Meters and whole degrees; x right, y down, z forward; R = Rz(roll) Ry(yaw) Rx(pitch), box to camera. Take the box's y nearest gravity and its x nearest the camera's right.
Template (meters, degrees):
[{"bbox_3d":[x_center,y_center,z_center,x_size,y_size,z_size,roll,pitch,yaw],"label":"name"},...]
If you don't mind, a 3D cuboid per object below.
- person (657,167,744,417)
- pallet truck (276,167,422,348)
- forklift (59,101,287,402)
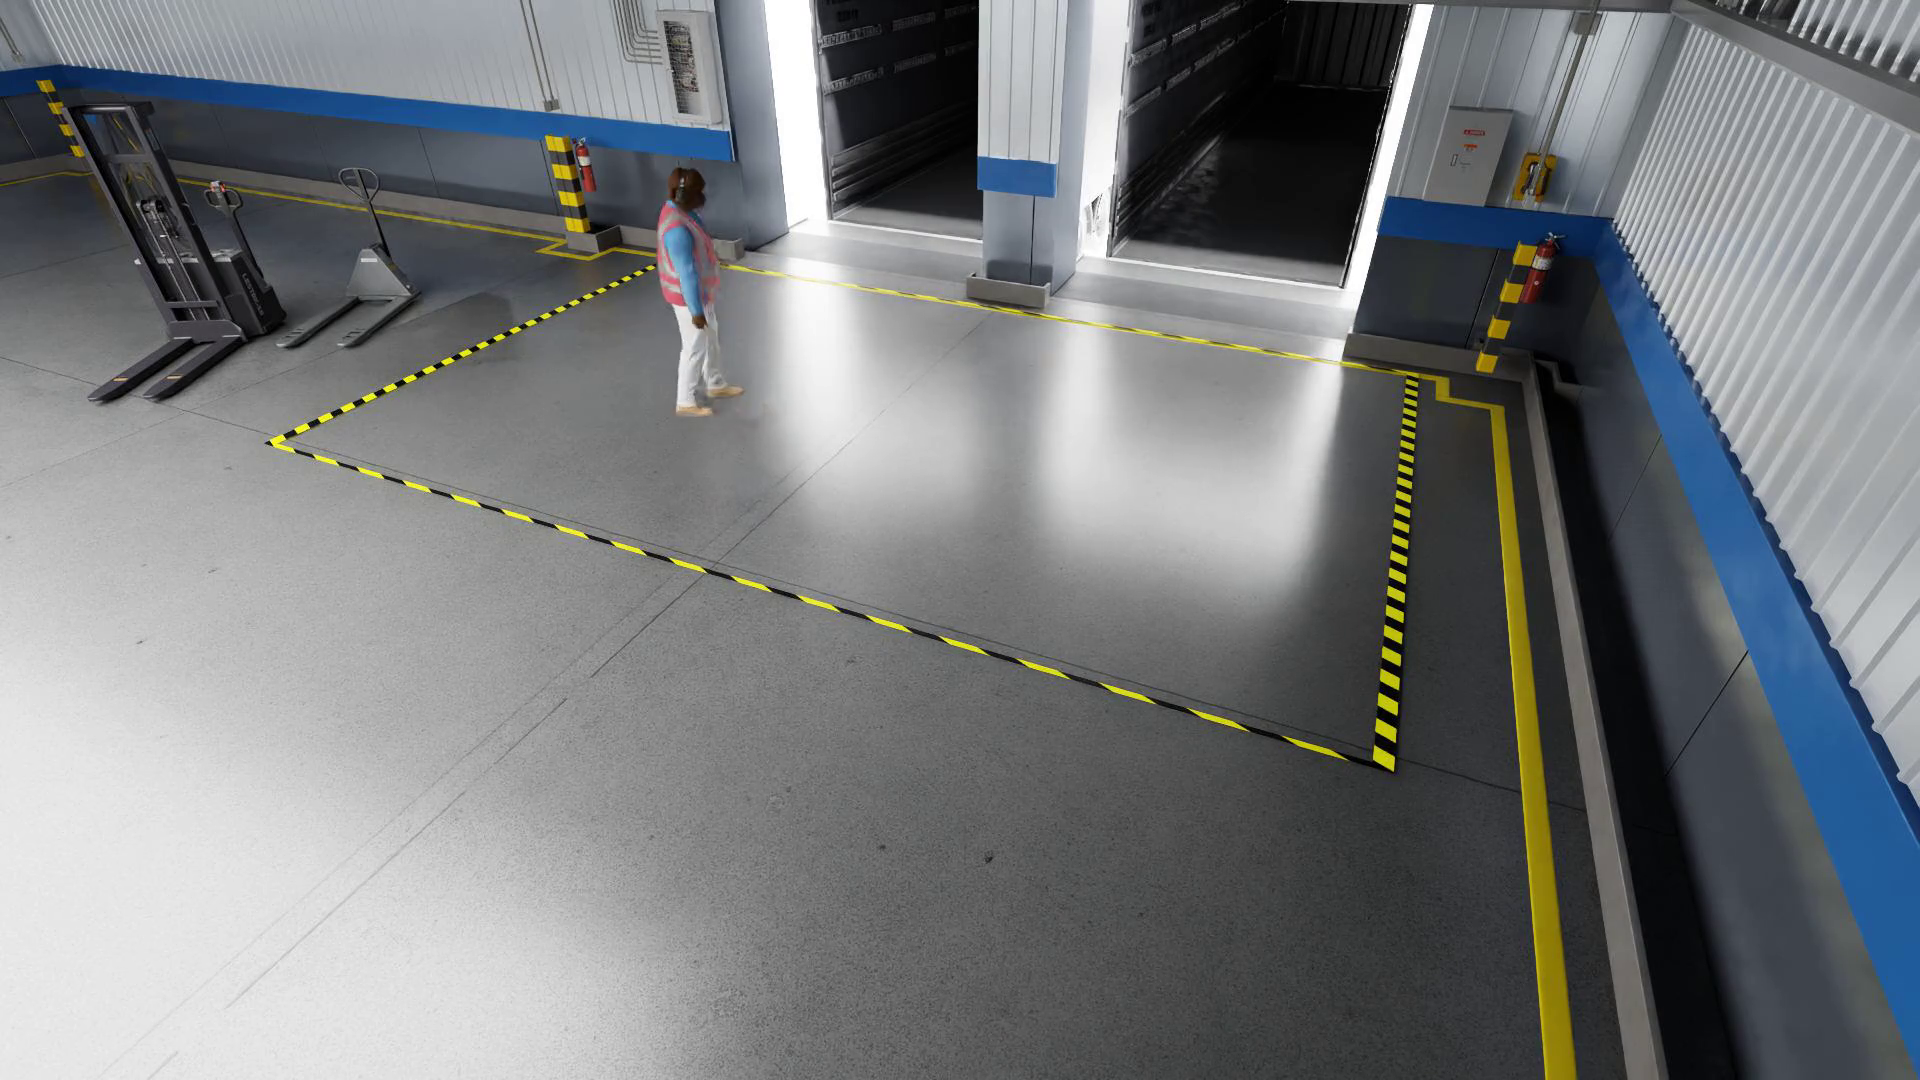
[{"bbox_3d":[-1.983,-1.806,6.784,0.531,1.831,0.684,-7,36,-10],"label":"person"},{"bbox_3d":[-5.732,-2.611,8.414,0.680,1.201,1.601,-1,35,-1],"label":"pallet truck"},{"bbox_3d":[-6.686,-2.387,7.434,0.823,1.965,1.885,-3,35,-5],"label":"forklift"}]
